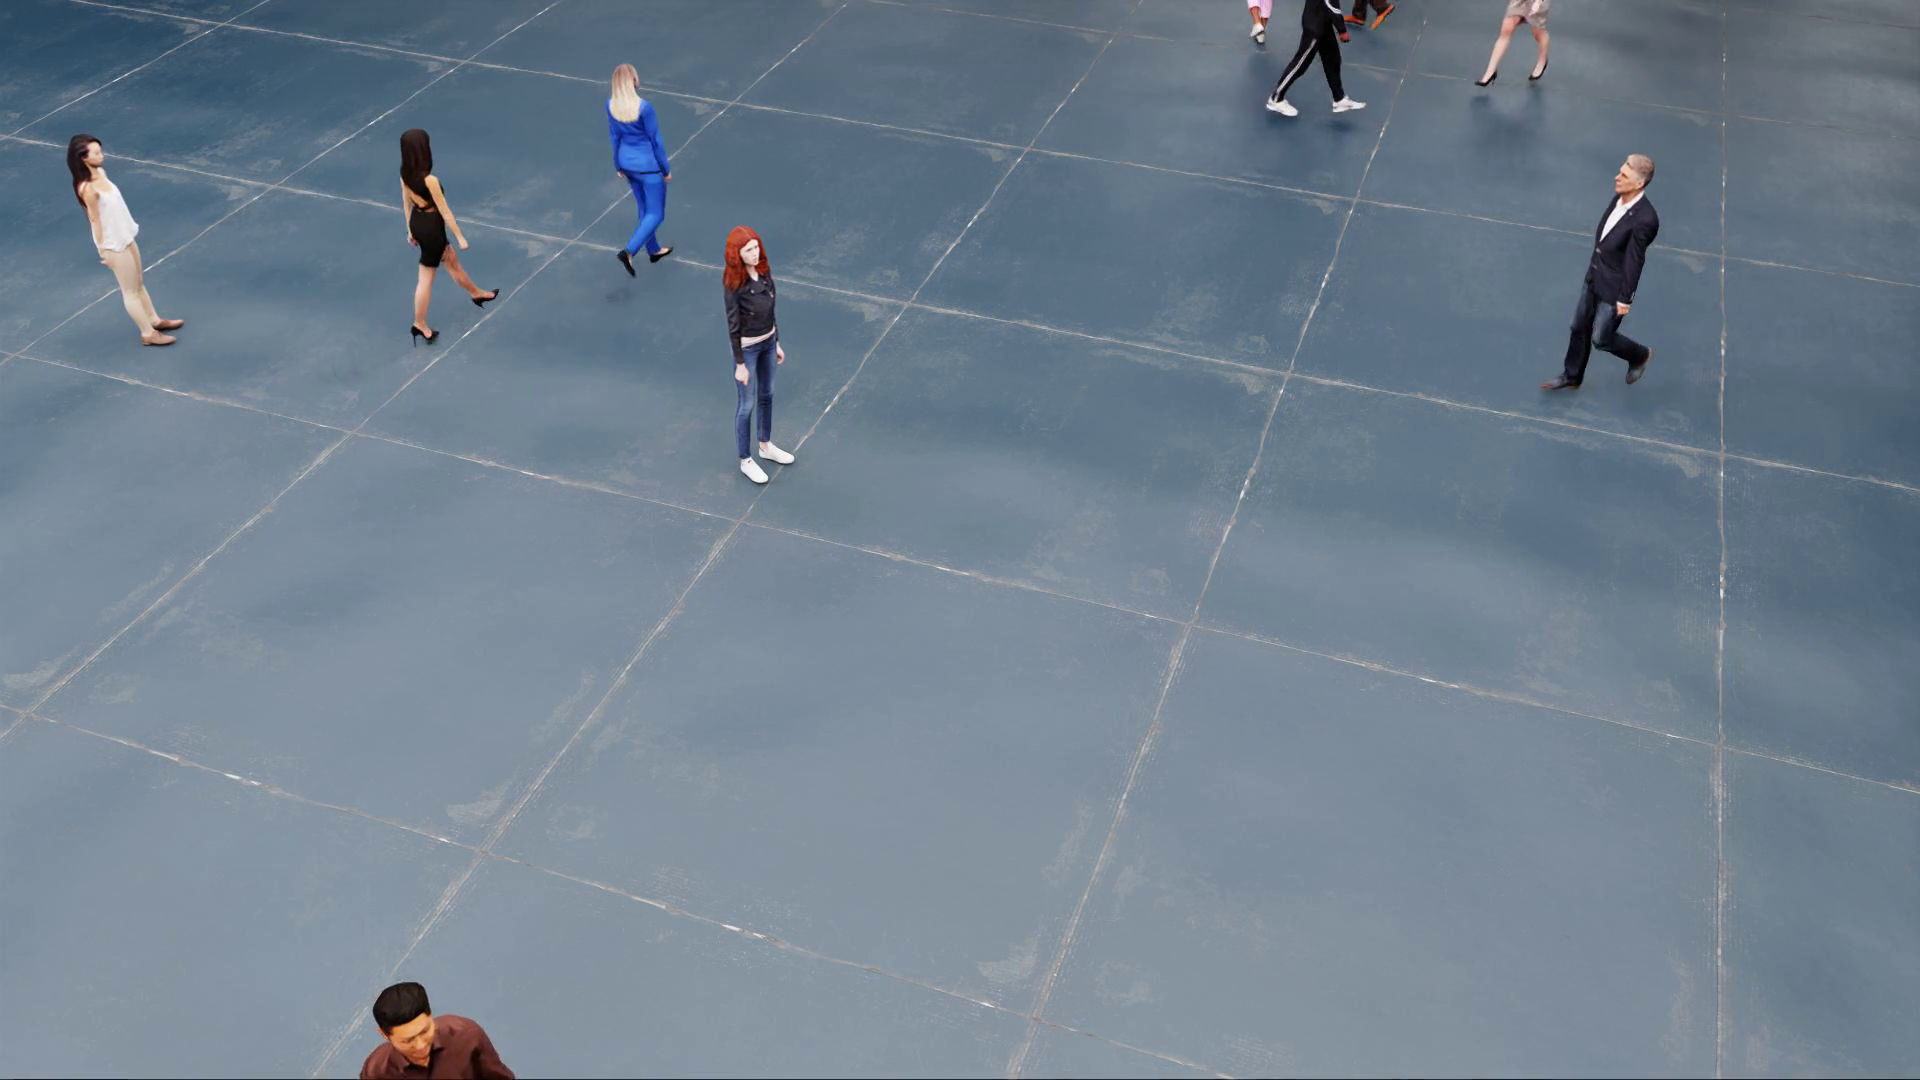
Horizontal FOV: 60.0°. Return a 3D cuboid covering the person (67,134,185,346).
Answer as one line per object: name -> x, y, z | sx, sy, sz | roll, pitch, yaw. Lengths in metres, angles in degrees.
person -> -6.150, -2.176, 12.100 | 0.724, 1.652, 0.665 | -19, 42, -23

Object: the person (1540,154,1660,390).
person -> 4.575, -1.795, 11.496 | 1.027, 1.797, 1.043 | -5, 38, -7

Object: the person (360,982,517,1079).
person -> -1.985, 2.216, 6.420 | 1.194, 1.732, 1.137 | -24, 44, -28

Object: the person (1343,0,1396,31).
person -> 4.292, -6.140, 17.057 | 0.817, 1.785, 0.792 | 14, 40, 17

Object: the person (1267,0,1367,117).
person -> 3.186, -4.727, 15.249 | 0.747, 1.789, 1.082 | 10, 39, 12

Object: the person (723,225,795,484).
person -> -1.327, -1.214, 10.760 | 0.699, 1.787, 0.556 | 24, 44, 27

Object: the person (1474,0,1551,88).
person -> 5.517, -5.141, 15.850 | 1.134, 1.700, 1.040 | -18, 41, -22

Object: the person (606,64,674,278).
person -> -2.522, -2.833, 12.912 | 0.731, 1.685, 0.984 | 19, 42, 23

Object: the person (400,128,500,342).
person -> -3.926, -2.157, 12.113 | 0.824, 1.604, 1.106 | 27, 46, 31
